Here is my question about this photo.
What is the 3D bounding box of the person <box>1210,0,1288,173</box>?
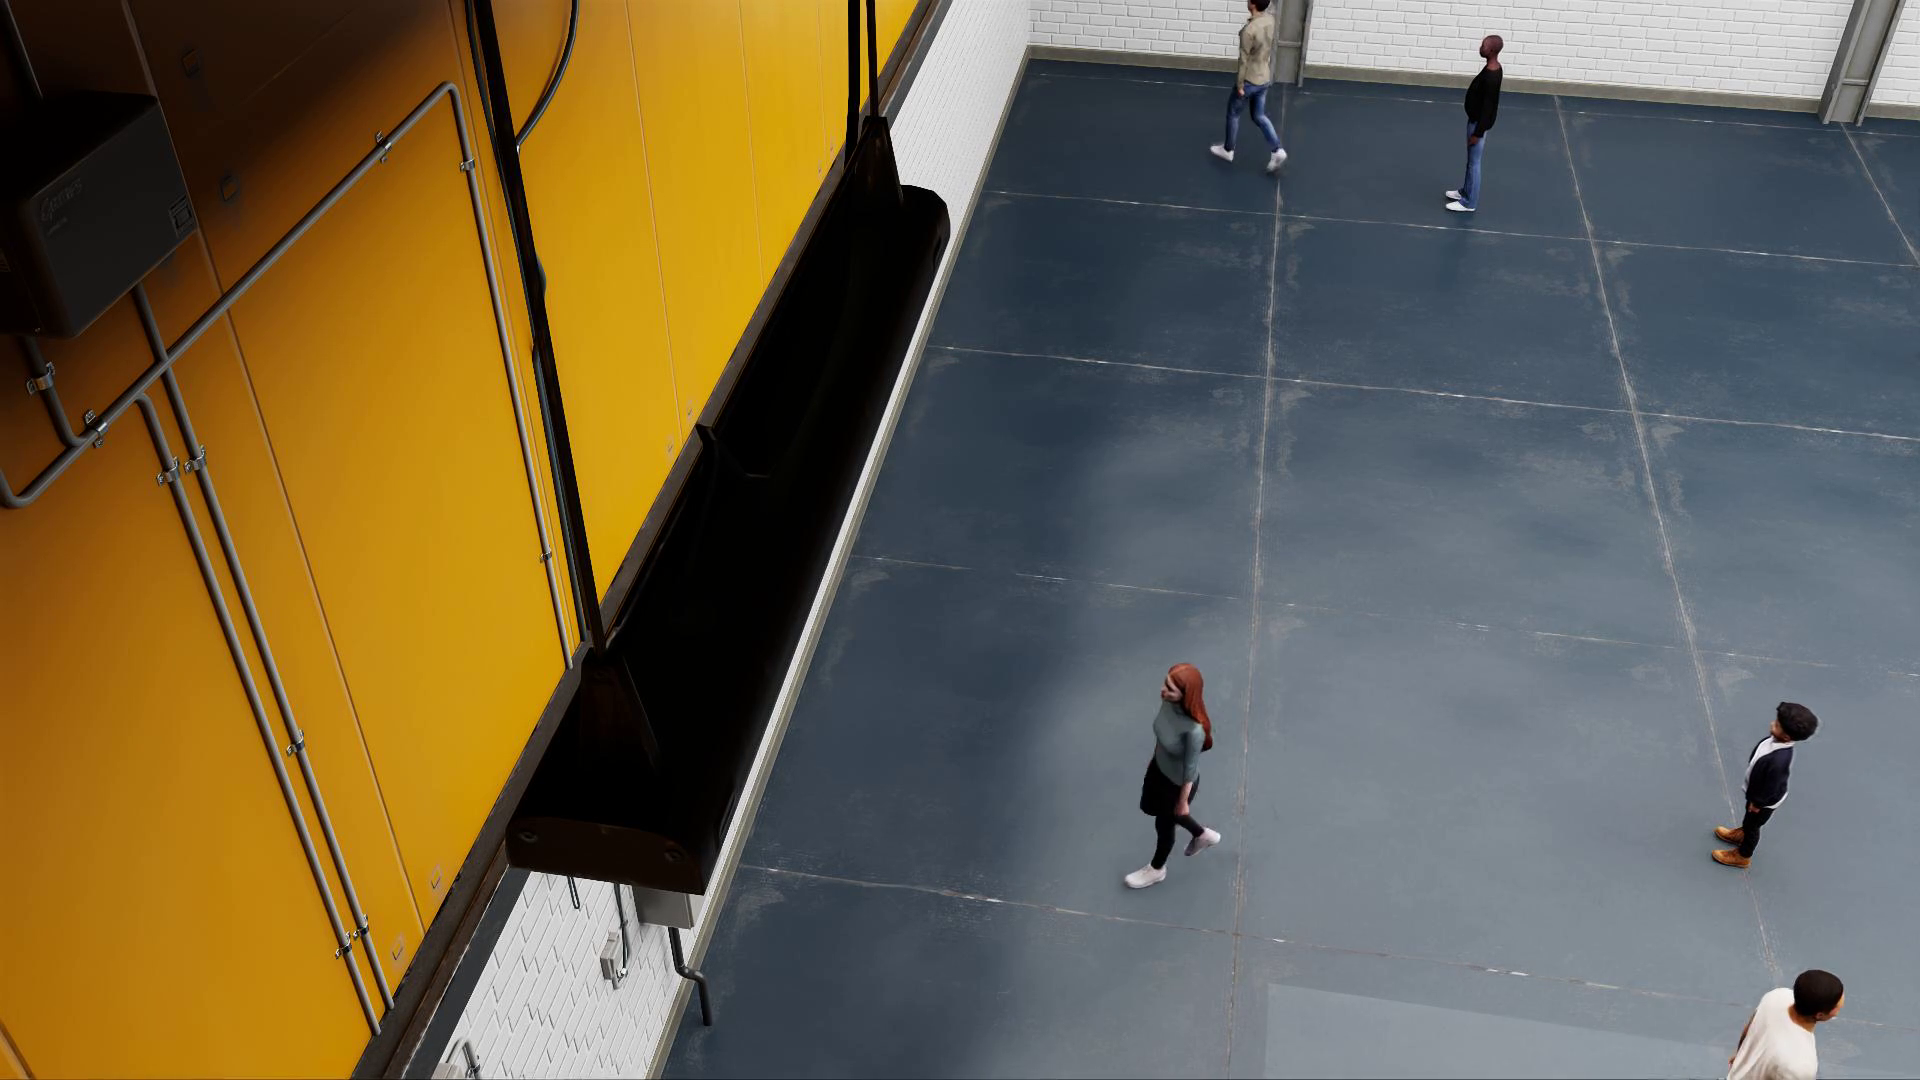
[{"bbox_3d":[3.013,-4.605,16.722,1.103,1.848,1.228,-30,48,-32],"label":"person"}]

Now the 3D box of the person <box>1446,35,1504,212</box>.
[{"bbox_3d":[5.030,-4.035,16.087,0.537,1.749,0.602,9,39,11],"label":"person"}]

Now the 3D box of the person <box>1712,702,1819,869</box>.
[{"bbox_3d":[4.690,1.420,9.676,0.551,1.226,0.553,17,42,20],"label":"person"}]

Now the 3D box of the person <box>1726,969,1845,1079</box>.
[{"bbox_3d":[3.621,2.593,7.758,0.827,1.787,0.638,7,39,8],"label":"person"}]

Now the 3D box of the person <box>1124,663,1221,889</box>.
[{"bbox_3d":[1.275,1.327,9.385,0.916,1.735,0.779,-9,39,-11],"label":"person"}]
